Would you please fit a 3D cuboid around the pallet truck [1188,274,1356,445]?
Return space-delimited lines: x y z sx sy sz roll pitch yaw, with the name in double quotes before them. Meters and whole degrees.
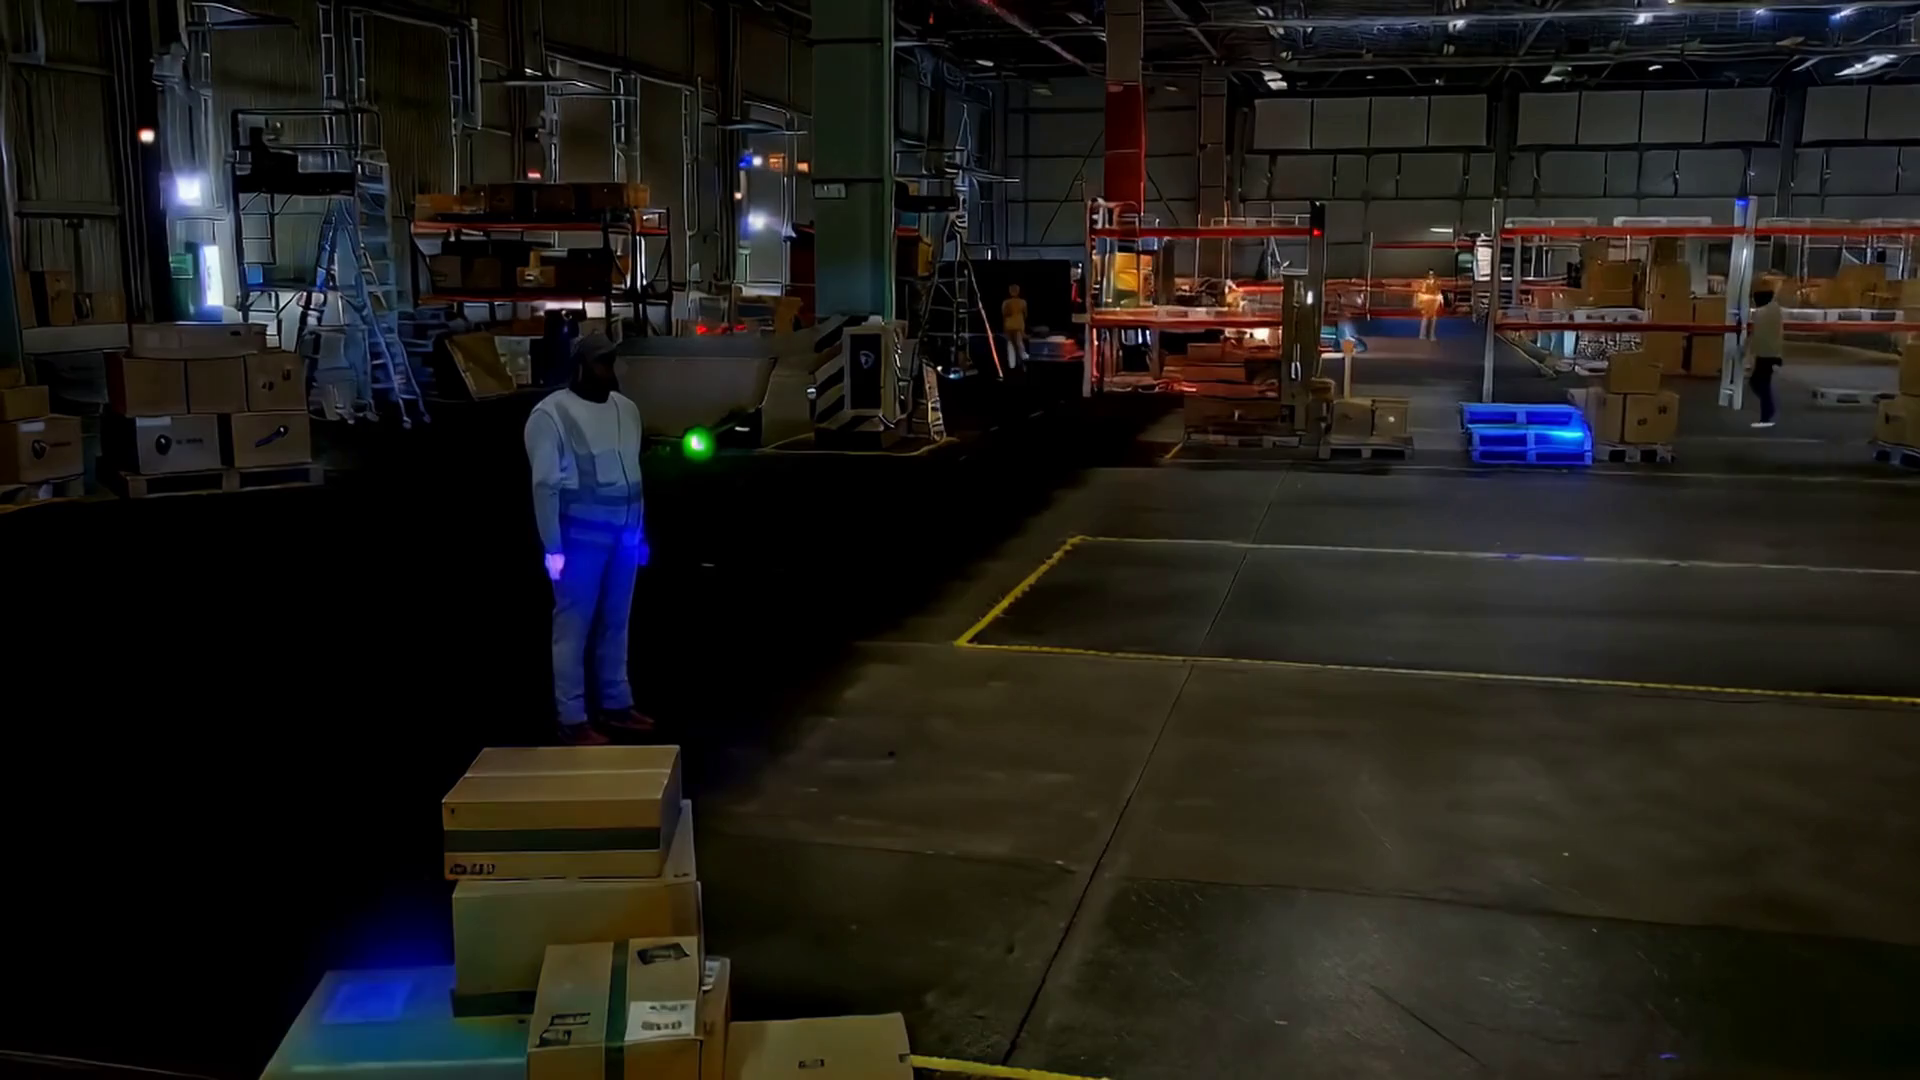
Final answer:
"pallet truck" 3.653 -2.138 19.590 1.885 1.965 0.823 -4 10 -20

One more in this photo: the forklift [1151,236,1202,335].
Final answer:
"forklift" 5.870 -7.214 46.880 1.873 2.768 1.129 2 10 14

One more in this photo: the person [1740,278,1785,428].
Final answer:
"person" 10.283 -2.378 21.265 0.598 1.909 0.479 -9 13 -41

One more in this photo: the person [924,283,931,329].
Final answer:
"person" -0.844 -7.224 49.821 0.558 1.909 0.740 -5 11 -26

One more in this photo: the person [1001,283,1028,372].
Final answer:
"person" 1.032 -4.057 31.759 0.552 1.687 0.350 -3 10 -16

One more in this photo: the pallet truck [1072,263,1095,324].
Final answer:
"pallet truck" 4.325 -8.180 55.162 0.823 1.965 1.885 6 11 31

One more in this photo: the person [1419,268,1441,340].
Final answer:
"person" 12.437 -6.253 44.111 0.546 1.910 0.832 -1 10 -4

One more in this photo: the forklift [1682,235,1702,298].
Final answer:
"forklift" 21.456 -7.561 48.920 1.873 2.768 1.129 2 10 14

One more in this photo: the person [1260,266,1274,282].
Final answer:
"person" 11.583 -9.449 62.977 0.947 1.897 0.646 -8 13 -40

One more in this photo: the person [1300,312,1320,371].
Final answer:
"person" 6.768 -4.112 31.983 0.486 1.738 0.320 -8 13 -41

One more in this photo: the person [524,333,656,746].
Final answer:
"person" -1.631 -0.003 7.475 0.429 1.844 0.626 6 12 33

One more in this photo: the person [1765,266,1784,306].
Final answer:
"person" 22.640 -6.670 46.446 0.629 1.940 0.372 1 10 7
